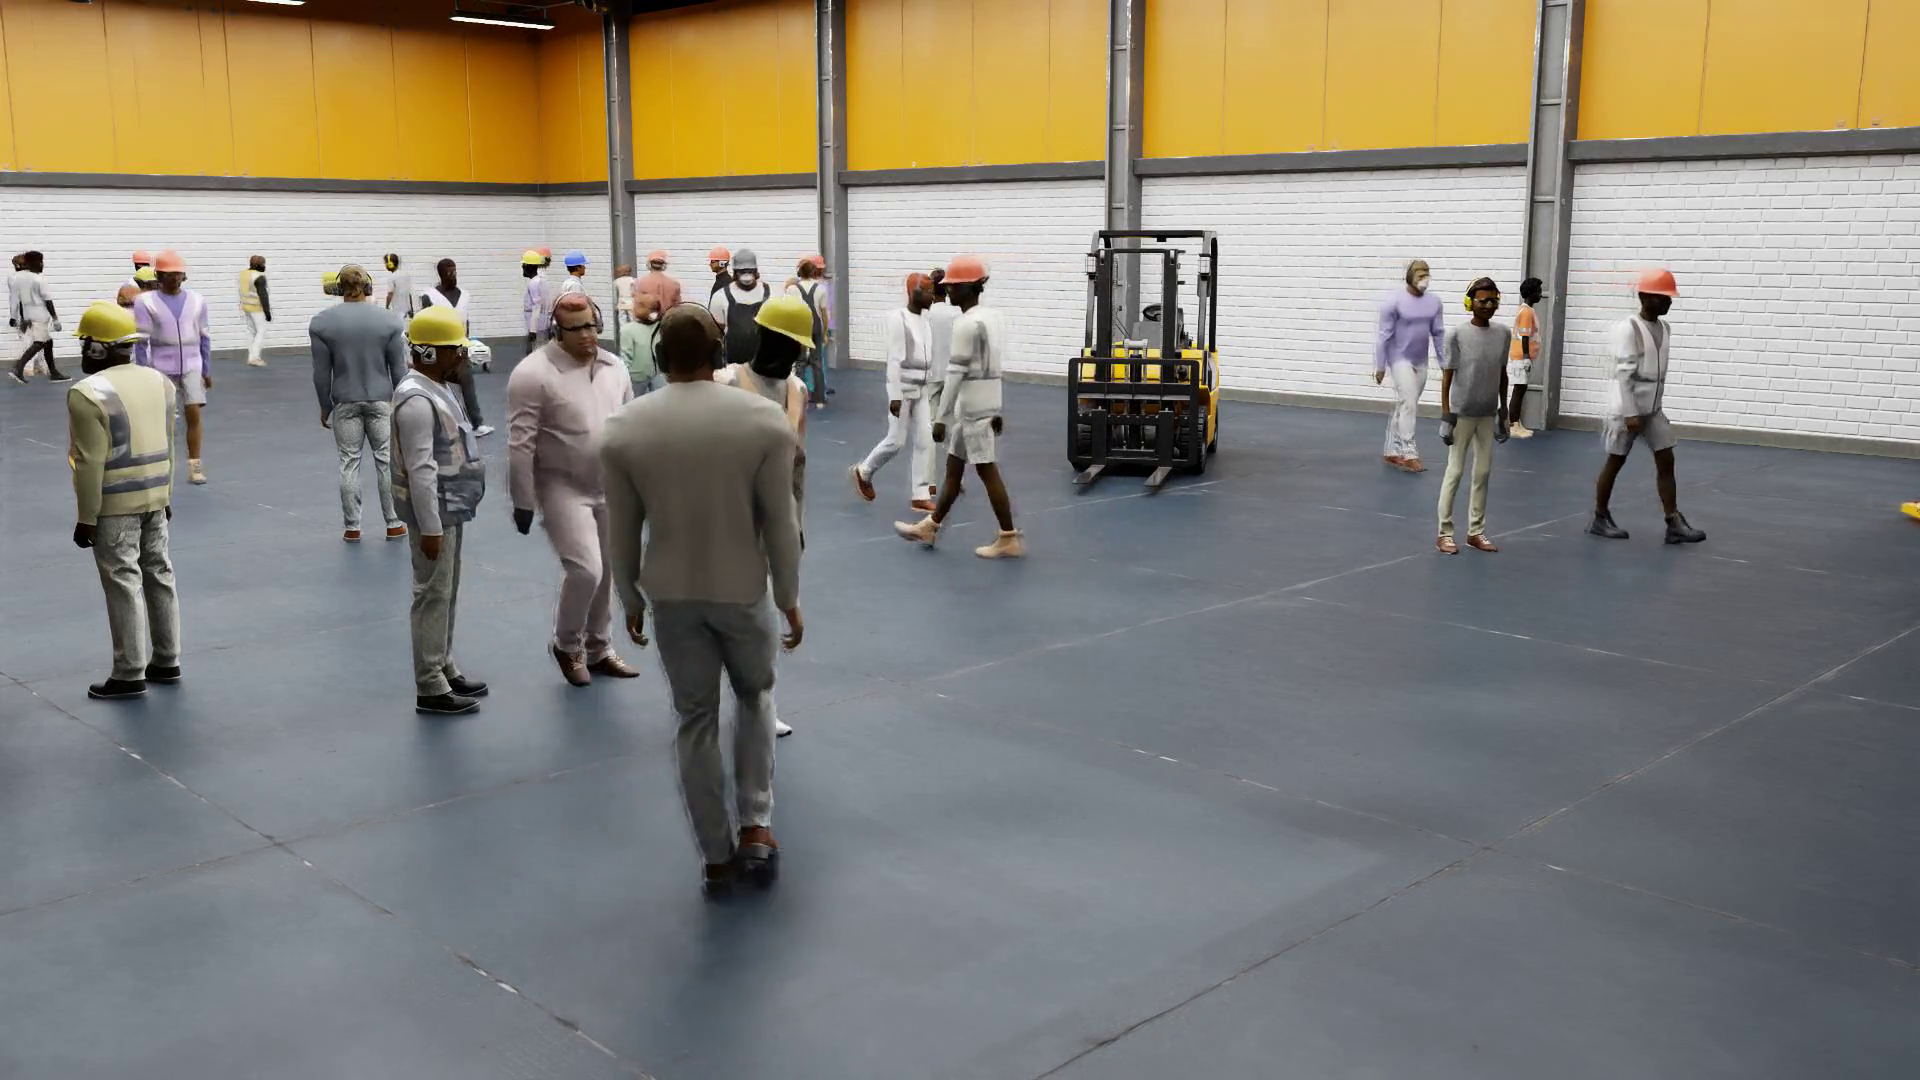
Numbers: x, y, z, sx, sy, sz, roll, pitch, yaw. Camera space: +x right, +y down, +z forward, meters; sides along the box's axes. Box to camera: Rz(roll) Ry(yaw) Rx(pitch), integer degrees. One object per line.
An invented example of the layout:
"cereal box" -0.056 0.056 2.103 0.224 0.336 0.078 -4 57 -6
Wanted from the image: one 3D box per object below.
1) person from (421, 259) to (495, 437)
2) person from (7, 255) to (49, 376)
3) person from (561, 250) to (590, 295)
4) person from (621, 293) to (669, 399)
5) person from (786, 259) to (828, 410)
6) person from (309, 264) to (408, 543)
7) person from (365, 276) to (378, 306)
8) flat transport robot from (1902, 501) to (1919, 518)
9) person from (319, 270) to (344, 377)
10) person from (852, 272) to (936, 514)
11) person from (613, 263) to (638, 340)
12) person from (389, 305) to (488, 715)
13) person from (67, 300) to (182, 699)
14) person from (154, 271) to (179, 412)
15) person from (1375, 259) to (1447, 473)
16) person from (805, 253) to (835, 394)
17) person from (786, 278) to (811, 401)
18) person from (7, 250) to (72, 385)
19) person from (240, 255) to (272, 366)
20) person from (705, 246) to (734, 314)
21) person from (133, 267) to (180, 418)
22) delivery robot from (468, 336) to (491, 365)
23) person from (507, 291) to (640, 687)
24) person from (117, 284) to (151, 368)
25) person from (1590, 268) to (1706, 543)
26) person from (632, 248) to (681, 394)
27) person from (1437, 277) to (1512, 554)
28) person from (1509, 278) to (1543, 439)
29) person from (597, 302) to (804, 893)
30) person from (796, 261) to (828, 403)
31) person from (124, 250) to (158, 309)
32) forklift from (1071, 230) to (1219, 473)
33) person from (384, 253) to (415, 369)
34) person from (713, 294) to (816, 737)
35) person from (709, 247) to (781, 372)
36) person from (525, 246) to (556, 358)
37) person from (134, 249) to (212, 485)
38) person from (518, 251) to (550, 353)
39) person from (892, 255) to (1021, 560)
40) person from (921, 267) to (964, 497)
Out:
"person" -5.309 -2.001 17.491 0.952 1.872 0.610 8 13 37
"person" -14.214 -3.416 25.336 0.429 1.838 0.621 4 11 20
"person" -4.573 -2.471 19.863 0.377 1.951 0.609 -4 11 -21
"person" -2.954 -1.518 15.616 0.531 1.604 0.749 -5 12 -27
"person" -1.869 -2.502 20.319 0.517 1.843 0.325 -3 11 -15
"person" -4.152 -0.941 11.561 0.630 1.937 0.373 -3 11 -16
"person" -7.978 -2.719 22.104 0.519 1.626 0.533 -9 14 -41
"flat transport robot" 7.824 -0.227 12.213 1.431 0.197 0.652 1 10 7
"person" -7.242 -2.280 19.422 0.374 1.719 0.499 -1 10 -5
"person" -0.464 -1.138 12.863 0.799 1.857 0.605 7 12 34
"person" -5.938 -4.122 29.745 0.530 1.634 0.336 2 11 13
"person" -2.327 -0.130 7.453 0.403 1.826 0.591 -2 11 -9
"person" -3.874 -0.182 7.693 0.404 1.837 0.590 2 11 12
"person" -9.626 -2.411 20.090 0.488 1.755 0.531 4 11 19
"person" 4.139 -1.564 15.022 0.650 1.905 0.847 -5 12 -27
"person" -2.044 -2.932 22.518 0.849 1.909 0.544 8 13 39
"person" -2.016 -2.434 20.646 0.521 1.598 0.814 7 12 32
"person" -13.303 -3.191 23.867 0.609 1.933 0.937 7 12 32
"person" -11.563 -3.758 27.313 0.692 1.818 0.455 8 13 38
"person" -2.933 -2.611 20.506 0.383 1.994 0.613 -4 11 -21
"person" -9.393 -2.278 19.316 0.525 1.769 0.308 4 11 22
"delivery robot" -7.573 -2.934 25.942 0.477 0.478 0.707 -6 12 -29
"person" -1.748 -0.226 7.844 0.432 1.877 0.766 7 12 32
"person" -8.710 -1.907 17.671 0.491 1.617 0.525 9 14 40
"person" 4.780 -0.905 11.467 0.555 1.898 0.917 -5 12 -27
"person" -3.687 -2.532 20.164 0.654 1.965 0.427 -6 12 -31
"person" 3.458 -0.828 11.168 0.514 1.862 0.346 -3 11 -14
"person" 5.963 -1.918 17.565 0.320 1.694 0.531 4 11 21
"person" -0.836 0.190 5.446 0.648 1.915 0.490 0 10 -2
"person" -1.920 -2.635 21.120 0.478 1.814 0.602 6 12 31
"person" -10.767 -2.864 22.039 0.542 1.939 0.364 -10 14 -43
"forklift" 1.804 -1.825 15.677 1.214 2.155 2.313 2 11 13
"person" -9.047 -3.638 26.522 0.766 1.838 0.546 2 11 13
"person" -0.907 -0.101 7.111 0.575 1.883 0.669 8 13 37
"person" -1.968 -1.712 15.481 0.711 2.000 0.543 -2 11 -13
"person" -6.335 -3.556 25.763 0.960 1.951 0.653 -2 11 -13
"person" -6.835 -1.510 14.448 0.622 2.023 0.860 -8 13 -39
"person" -5.529 -2.789 21.655 0.364 1.930 0.588 -2 11 -9
"person" -0.029 -0.867 10.991 1.018 1.993 0.634 3 11 15
"person" -0.161 -1.286 13.612 0.508 1.876 0.329 -2 11 -13
